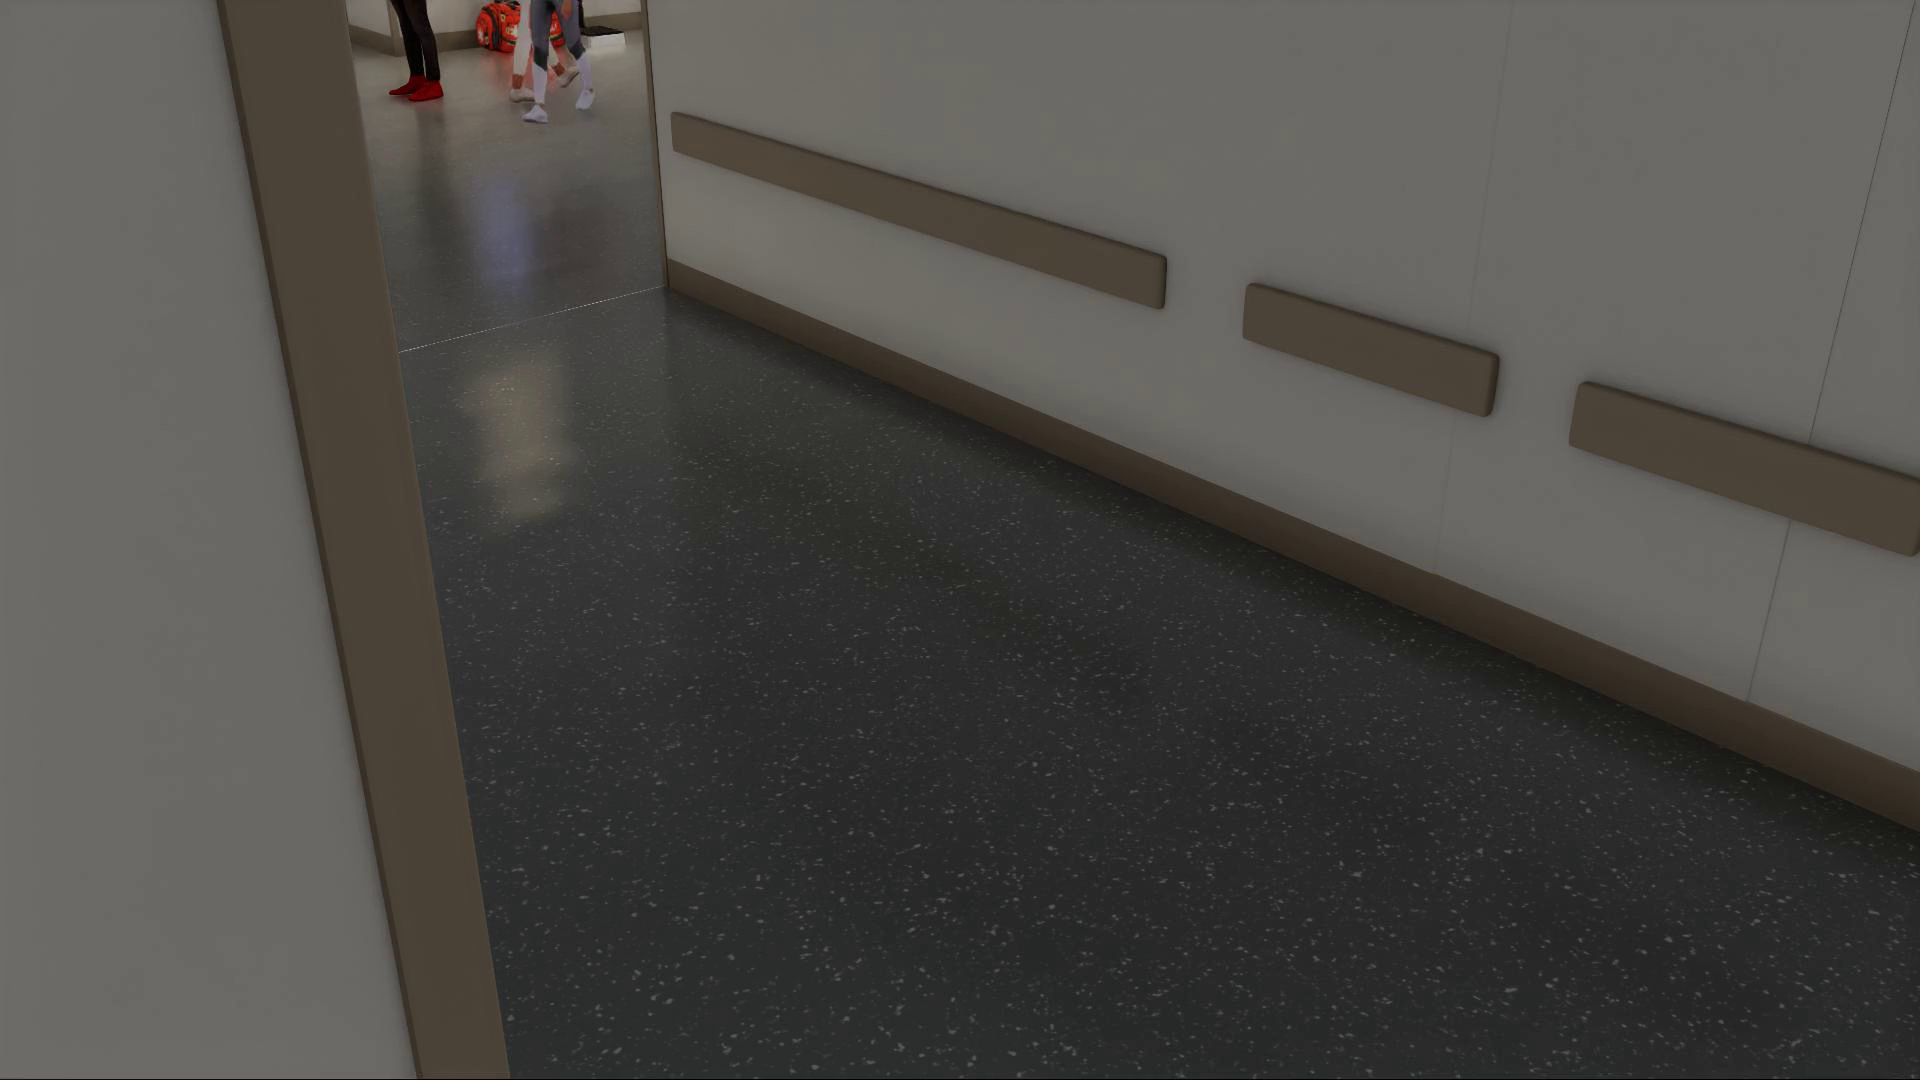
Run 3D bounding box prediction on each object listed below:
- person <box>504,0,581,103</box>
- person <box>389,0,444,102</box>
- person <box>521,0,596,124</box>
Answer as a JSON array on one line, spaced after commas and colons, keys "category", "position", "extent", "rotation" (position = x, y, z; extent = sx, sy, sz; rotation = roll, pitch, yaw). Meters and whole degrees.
[{"category": "person", "position": [-3.237, -4.061, 12.216], "extent": [0.799, 1.674, 1.103], "rotation": [17, 31, 31]}, {"category": "person", "position": [-4.135, -4.231, 12.415], "extent": [0.544, 1.805, 0.648], "rotation": [-23, 34, -39]}, {"category": "person", "position": [-2.799, -3.769, 11.673], "extent": [0.978, 1.618, 1.217], "rotation": [9, 27, 18]}]
